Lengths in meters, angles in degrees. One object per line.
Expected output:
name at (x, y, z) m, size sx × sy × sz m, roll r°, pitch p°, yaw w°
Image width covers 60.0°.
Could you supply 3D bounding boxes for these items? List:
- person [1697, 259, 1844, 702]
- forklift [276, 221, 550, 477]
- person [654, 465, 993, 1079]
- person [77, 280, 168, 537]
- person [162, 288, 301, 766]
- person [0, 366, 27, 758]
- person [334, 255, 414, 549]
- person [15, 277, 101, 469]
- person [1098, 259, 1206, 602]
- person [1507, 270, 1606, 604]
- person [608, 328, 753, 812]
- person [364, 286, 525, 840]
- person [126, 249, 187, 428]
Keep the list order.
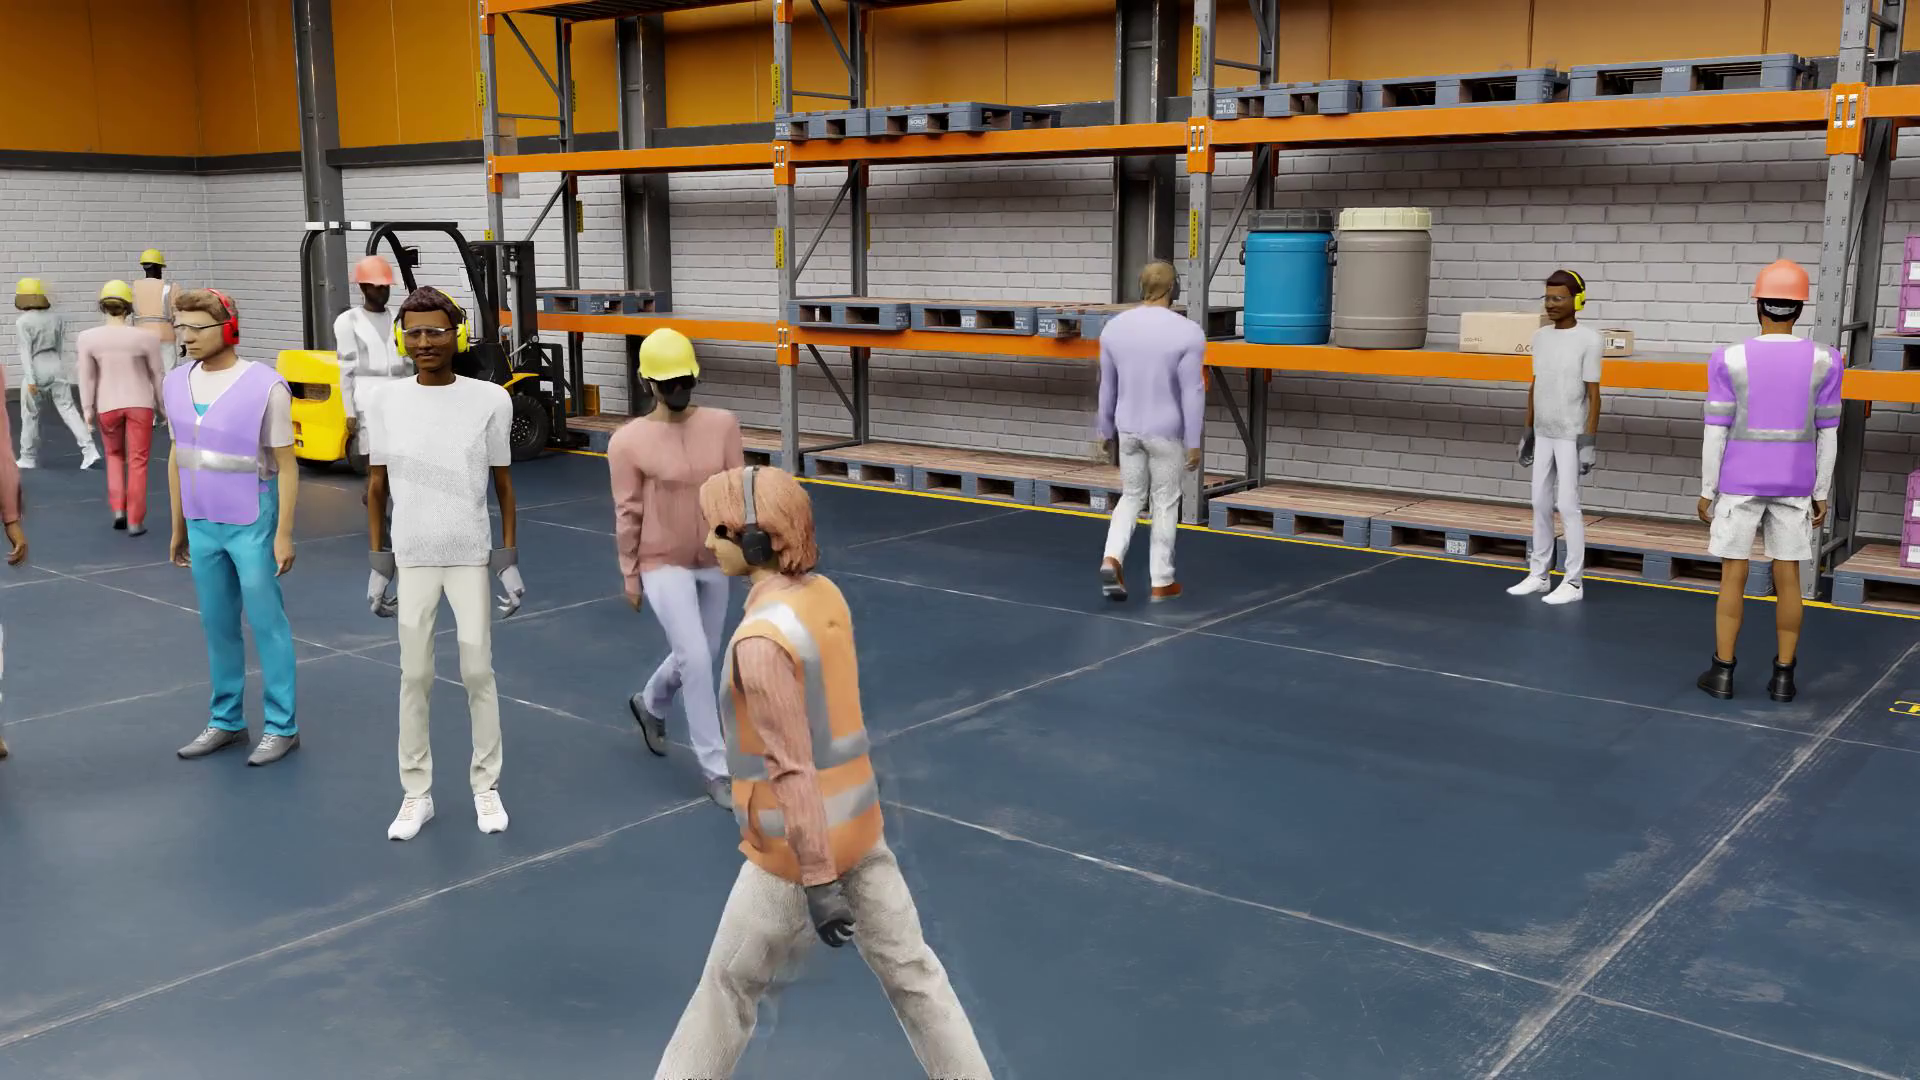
person at (3.528, -0.249, 7.299) m, size 0.546 × 1.938 × 0.360 m, roll 3°, pitch 11°, yaw 14°
forklift at (-4.922, -1.741, 14.854) m, size 1.214 × 2.155 × 2.313 m, roll 8°, pitch 13°, yaw 38°
person at (-0.339, 0.623, 3.488) m, size 0.969 × 1.570 × 0.535 m, roll 3°, pitch 11°, yaw 14°
person at (-5.718, -0.902, 11.420) m, size 0.538 × 1.746 × 0.451 m, roll -3°, pitch 11°, yaw -16°
person at (-2.810, -0.050, 6.457) m, size 0.571 × 1.840 × 0.373 m, roll 3°, pitch 11°, yaw 18°
person at (-3.854, -0.073, 6.202) m, size 0.636 × 1.977 × 0.434 m, roll -7°, pitch 12°, yaw -33°
person at (-3.872, -0.912, 11.003) m, size 0.577 × 1.924 × 0.546 m, roll 9°, pitch 14°, yaw 41°
person at (-8.036, -1.458, 14.653) m, size 0.895 × 1.702 × 0.496 m, roll 4°, pitch 11°, yaw 22°
person at (1.027, -0.574, 9.147) m, size 0.648 × 1.920 × 0.671 m, roll 7°, pitch 12°, yaw 34°
person at (3.350, -0.573, 9.316) m, size 0.321 × 1.860 × 0.519 m, roll -5°, pitch 11°, yaw -24°
person at (-1.057, 0.073, 6.093) m, size 0.534 × 1.722 × 0.826 m, roll -9°, pitch 13°, yaw -40°
person at (-1.749, 0.083, 5.643) m, size 0.516 × 1.873 × 0.329 m, roll -2°, pitch 10°, yaw -11°
person at (-8.691, -2.172, 18.002) m, size 0.593 × 1.917 × 0.384 m, roll -2°, pitch 10°, yaw -13°
